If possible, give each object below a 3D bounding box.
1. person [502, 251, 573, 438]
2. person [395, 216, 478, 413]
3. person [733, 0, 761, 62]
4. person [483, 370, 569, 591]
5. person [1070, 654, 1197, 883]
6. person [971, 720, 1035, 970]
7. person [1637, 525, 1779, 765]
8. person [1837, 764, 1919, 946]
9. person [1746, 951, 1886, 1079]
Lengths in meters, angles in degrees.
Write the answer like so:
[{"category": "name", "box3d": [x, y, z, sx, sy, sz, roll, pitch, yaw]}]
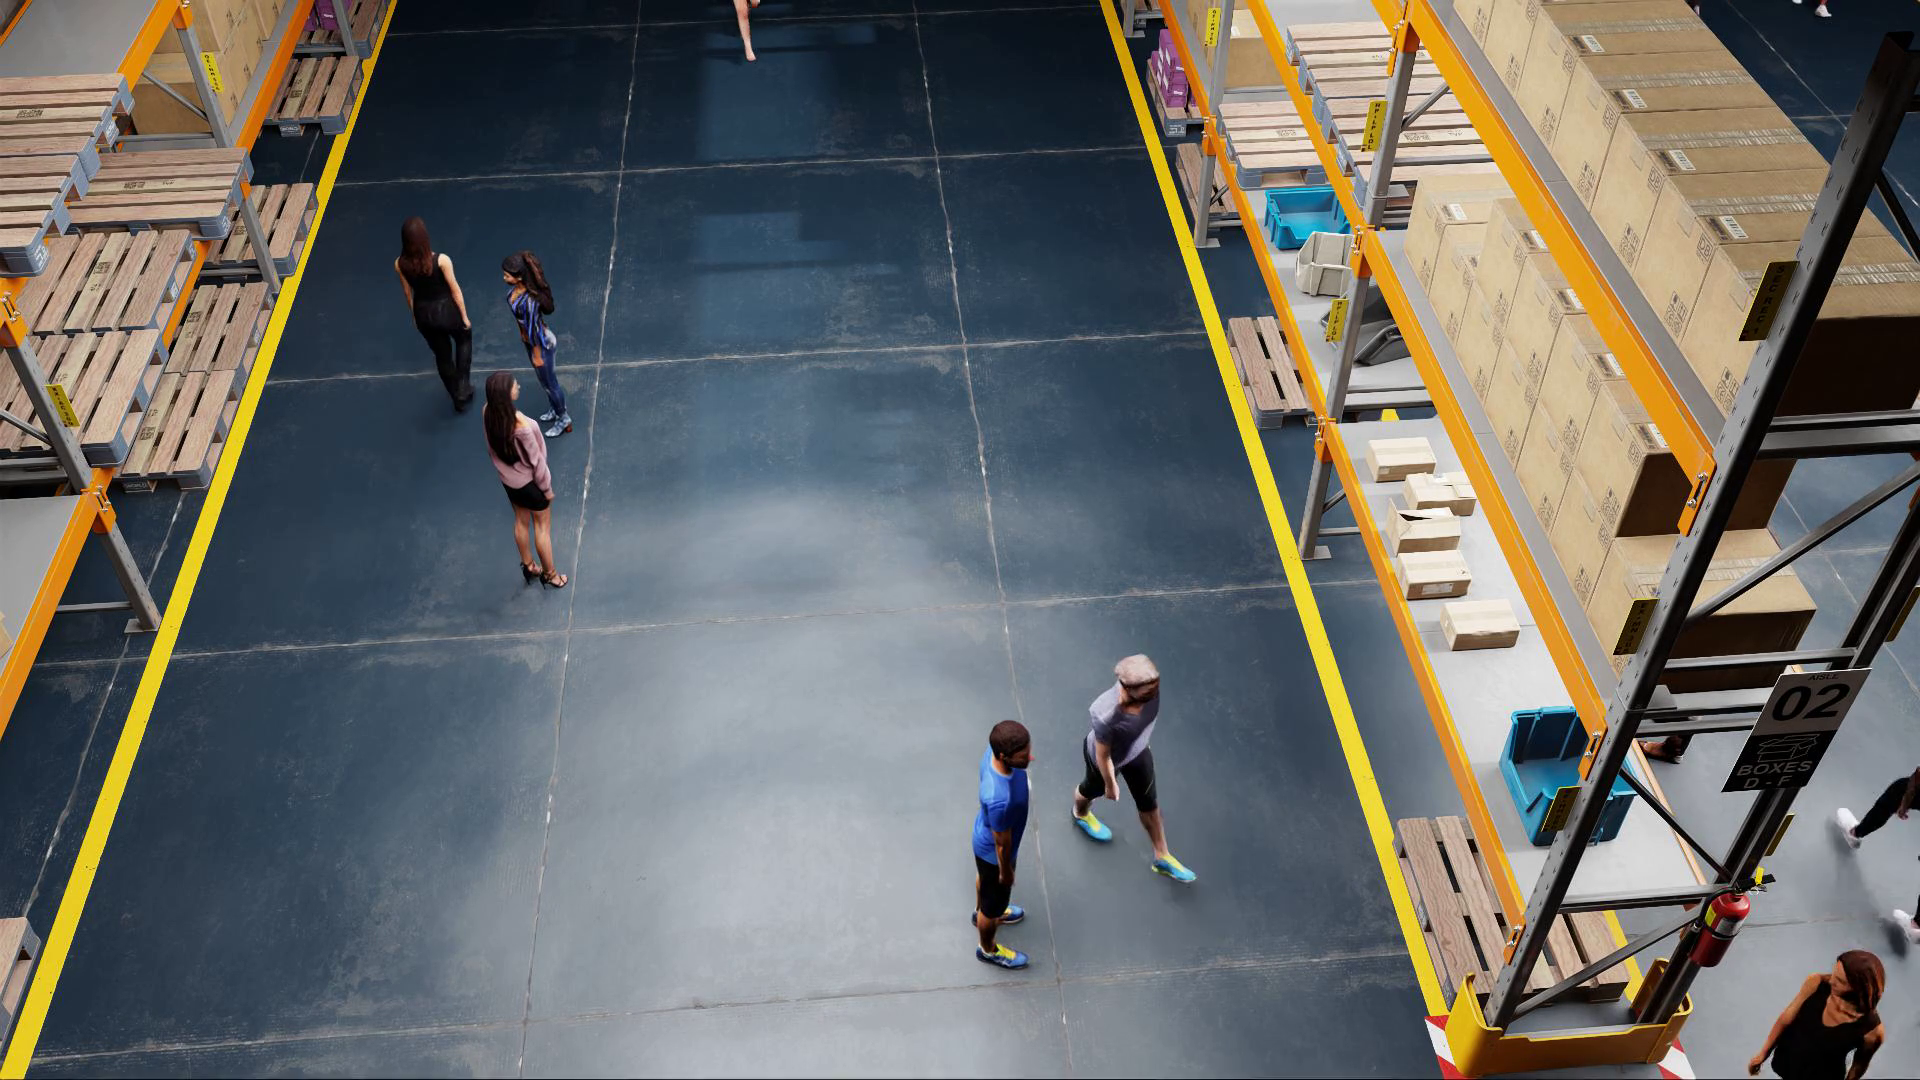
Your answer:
[{"category": "person", "box3d": [-3.158, -1.474, 12.466, 0.742, 1.622, 0.608, -19, 47, -19]}, {"category": "person", "box3d": [-3.962, -1.641, 12.600, 0.608, 1.679, 0.589, -1, 44, -1]}, {"category": "person", "box3d": [-2.230, -5.836, 17.002, 0.780, 1.681, 1.096, -15, 46, -15]}, {"category": "person", "box3d": [-2.939, -0.384, 11.184, 0.702, 1.810, 0.739, 25, 49, 24]}, {"category": "person", "box3d": [0.833, 1.179, 9.528, 1.111, 1.833, 1.258, -33, 53, -30]}, {"category": "person", "box3d": [0.207, 1.626, 9.035, 0.686, 1.866, 0.526, 1, 44, 1]}, {"category": "person", "box3d": [4.554, 0.623, 10.070, 0.835, 1.891, 0.762, 28, 50, 26]}, {"category": "person", "box3d": [5.477, 1.523, 9.269, 0.644, 1.691, 1.216, -1, 44, -1]}, {"category": "person", "box3d": [4.190, 2.545, 8.132, 0.924, 1.782, 1.139, -21, 47, -20]}]
